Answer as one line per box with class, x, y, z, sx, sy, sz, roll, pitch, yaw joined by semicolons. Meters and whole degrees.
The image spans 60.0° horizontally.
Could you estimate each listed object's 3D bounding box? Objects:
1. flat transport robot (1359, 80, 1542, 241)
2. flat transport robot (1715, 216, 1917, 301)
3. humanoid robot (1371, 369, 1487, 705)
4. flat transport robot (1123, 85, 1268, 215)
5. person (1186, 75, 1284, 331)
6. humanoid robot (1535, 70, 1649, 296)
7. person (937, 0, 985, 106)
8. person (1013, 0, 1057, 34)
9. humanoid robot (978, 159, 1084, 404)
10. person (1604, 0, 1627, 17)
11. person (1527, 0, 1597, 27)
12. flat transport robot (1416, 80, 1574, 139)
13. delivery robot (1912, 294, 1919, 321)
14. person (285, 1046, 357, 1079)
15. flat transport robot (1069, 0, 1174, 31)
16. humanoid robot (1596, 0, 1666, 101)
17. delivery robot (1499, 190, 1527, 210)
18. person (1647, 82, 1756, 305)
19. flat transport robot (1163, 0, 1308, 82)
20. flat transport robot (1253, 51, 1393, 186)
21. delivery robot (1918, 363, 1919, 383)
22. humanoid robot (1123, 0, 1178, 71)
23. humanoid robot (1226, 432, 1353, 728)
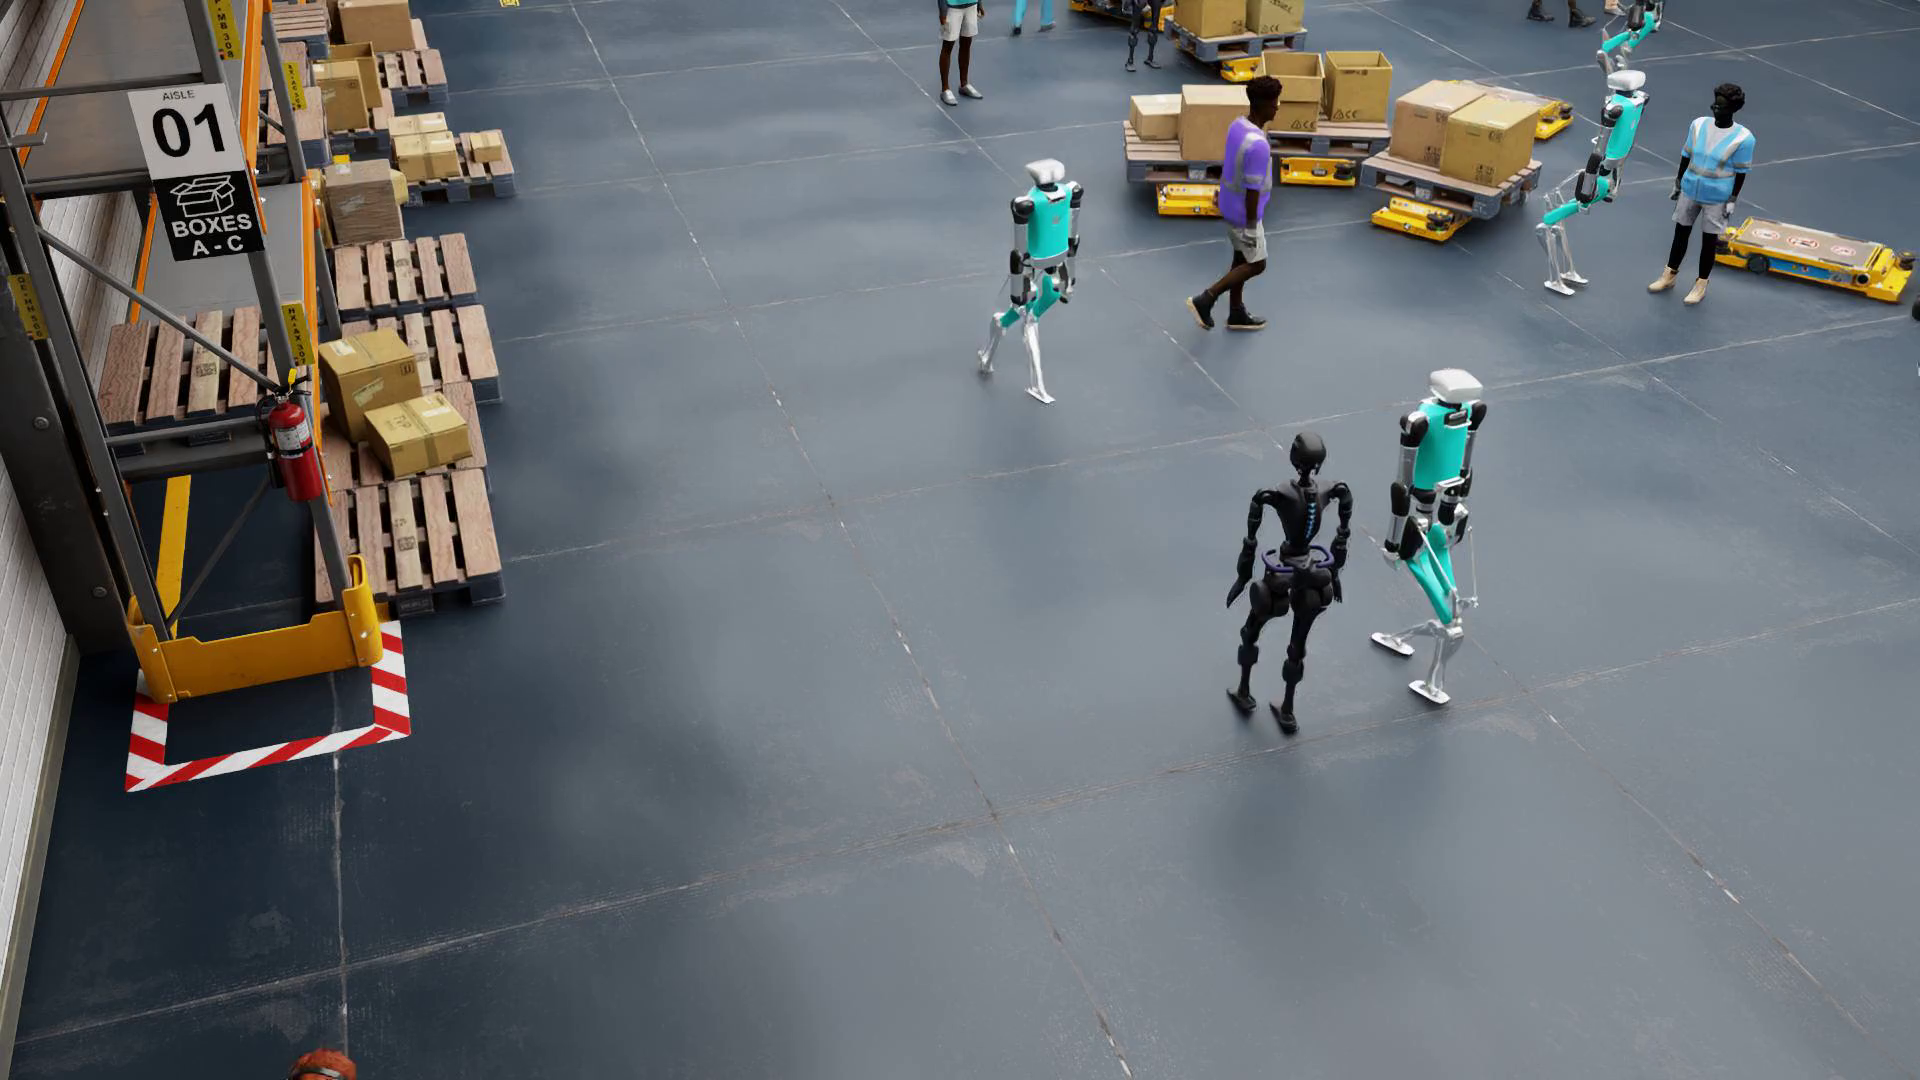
flat transport robot;4.198;-2.949;14.381;0.659;0.231;1.431;24;40;32
flat transport robot;6.821;-2.270;13.340;1.431;0.231;0.659;21;39;29
humanoid robot;2.521;0.051;8.465;0.573;1.783;0.890;-19;38;-27
flat transport robot;2.066;-3.242;14.831;0.659;0.231;1.431;2;33;2
person;1.997;-2.381;11.982;0.572;1.940;0.598;-5;33;-8
humanoid robot;4.727;-2.759;12.692;0.530;1.738;0.694;-28;42;-36
person;-0.014;-5.328;16.506;0.551;1.935;0.430;-24;40;-31
person;0.854;-6.545;18.492;0.578;1.810;0.676;16;37;23
humanoid robot;0.397;-1.793;11.319;0.549;1.825;0.877;-20;38;-28
person;7.734;-6.940;19.214;0.375;1.675;0.469;13;35;19
person;6.964;-6.761;18.727;0.894;1.901;0.561;16;36;23
flat transport robot;5.241;-4.265;16.399;1.431;0.231;0.659;24;40;32
delivery robot;7.585;-1.833;12.422;0.805;0.609;0.499;-17;37;-24
person;-1.767;2.196;5.026;0.591;1.881;0.375;3;33;5
flat transport robot;2.031;-6.213;19.388;1.431;0.231;0.659;28;42;36
humanoid robot;6.639;-5.161;16.476;0.541;1.852;0.655;-26;41;-34
delivery robot;4.644;-3.264;14.619;0.499;0.612;0.813;-15;36;-21
person;5.626;-2.610;12.552;0.319;1.695;0.538;-23;40;-31
flat transport robot;2.920;-5.232;17.883;0.659;0.231;1.431;-10;35;-16
flat transport robot;3.278;-3.618;15.408;0.659;0.231;1.431;4;33;6
delivery robot;6.981;-1.156;11.377;0.499;0.603;0.803;3;33;5
humanoid robot;1.992;-5.770;17.408;0.599;1.655;0.315;-11;35;-16
humanoid robot;1.636;0.178;8.294;0.598;1.648;0.480;-6;34;-10
